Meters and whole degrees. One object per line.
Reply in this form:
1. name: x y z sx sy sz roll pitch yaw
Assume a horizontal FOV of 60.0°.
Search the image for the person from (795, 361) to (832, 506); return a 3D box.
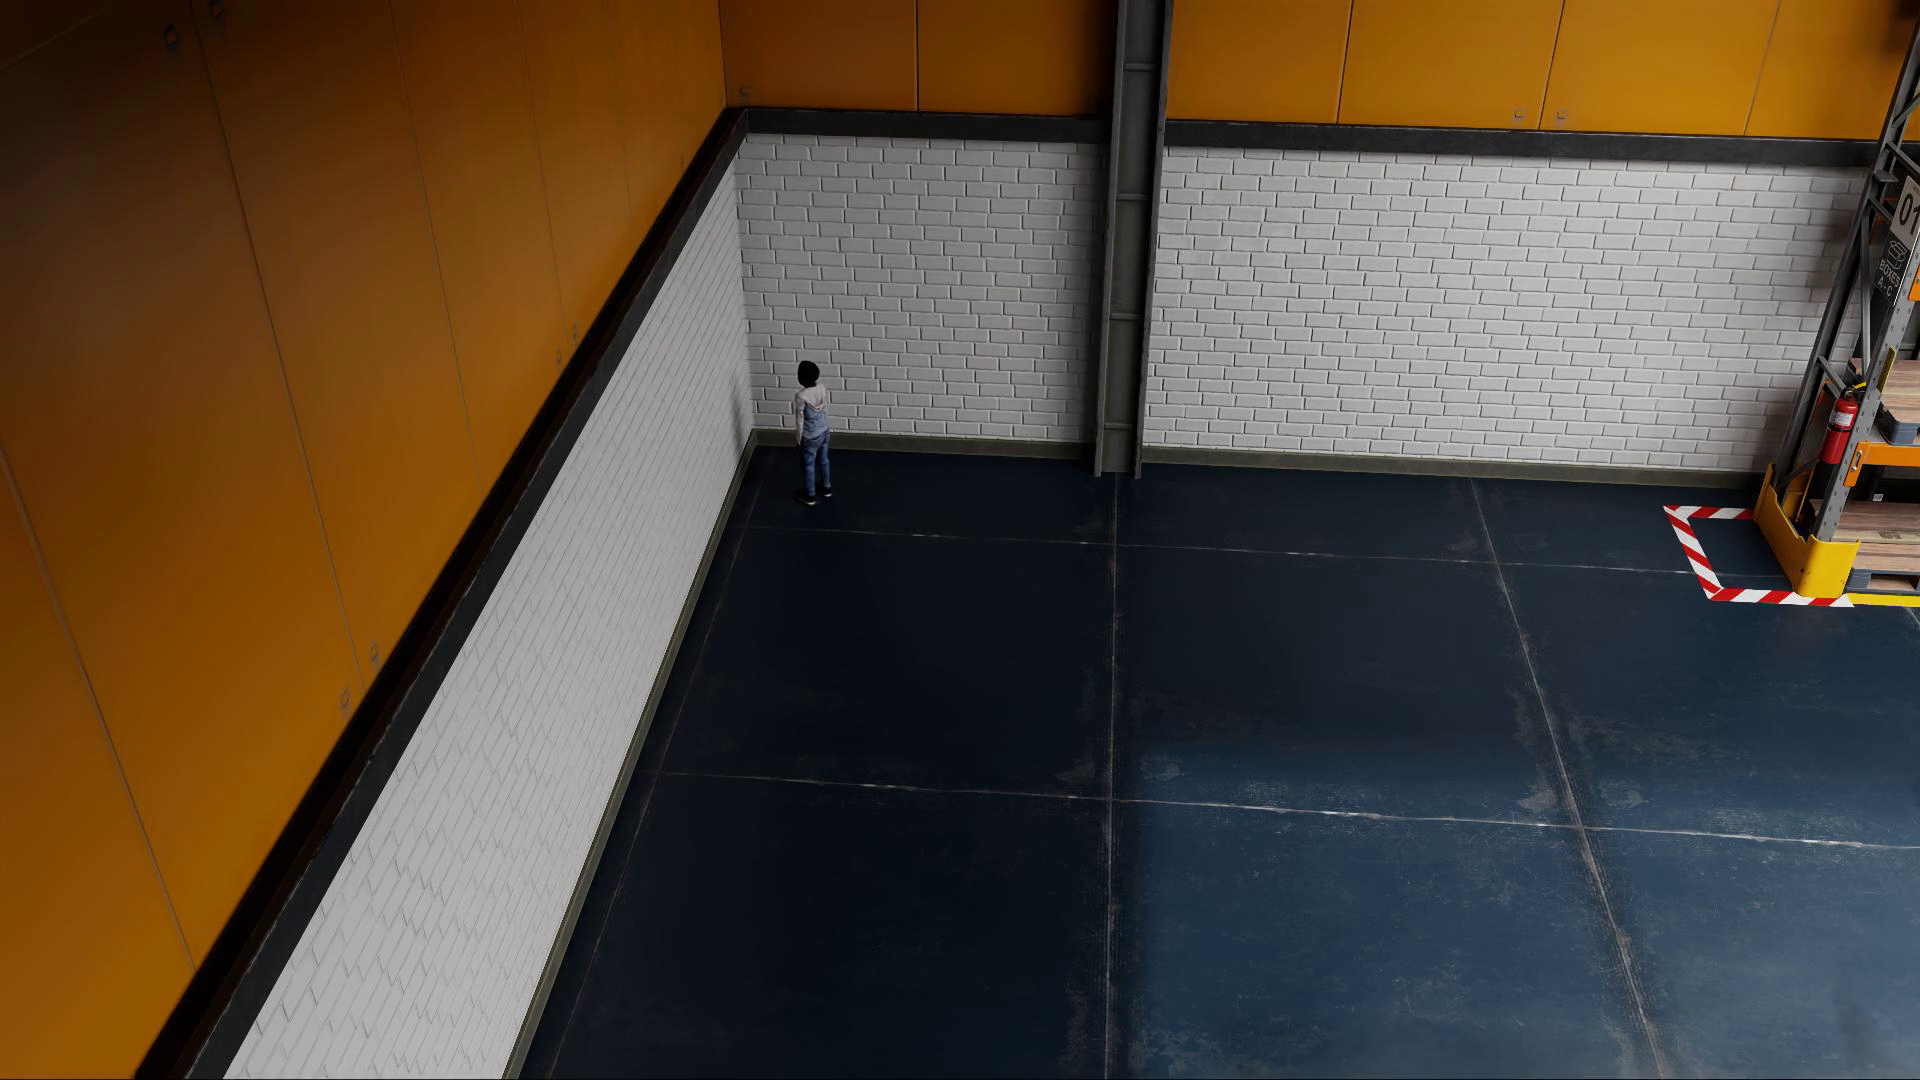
1. person: -1.204 -0.886 13.564 0.609 1.258 0.558 26 42 34
